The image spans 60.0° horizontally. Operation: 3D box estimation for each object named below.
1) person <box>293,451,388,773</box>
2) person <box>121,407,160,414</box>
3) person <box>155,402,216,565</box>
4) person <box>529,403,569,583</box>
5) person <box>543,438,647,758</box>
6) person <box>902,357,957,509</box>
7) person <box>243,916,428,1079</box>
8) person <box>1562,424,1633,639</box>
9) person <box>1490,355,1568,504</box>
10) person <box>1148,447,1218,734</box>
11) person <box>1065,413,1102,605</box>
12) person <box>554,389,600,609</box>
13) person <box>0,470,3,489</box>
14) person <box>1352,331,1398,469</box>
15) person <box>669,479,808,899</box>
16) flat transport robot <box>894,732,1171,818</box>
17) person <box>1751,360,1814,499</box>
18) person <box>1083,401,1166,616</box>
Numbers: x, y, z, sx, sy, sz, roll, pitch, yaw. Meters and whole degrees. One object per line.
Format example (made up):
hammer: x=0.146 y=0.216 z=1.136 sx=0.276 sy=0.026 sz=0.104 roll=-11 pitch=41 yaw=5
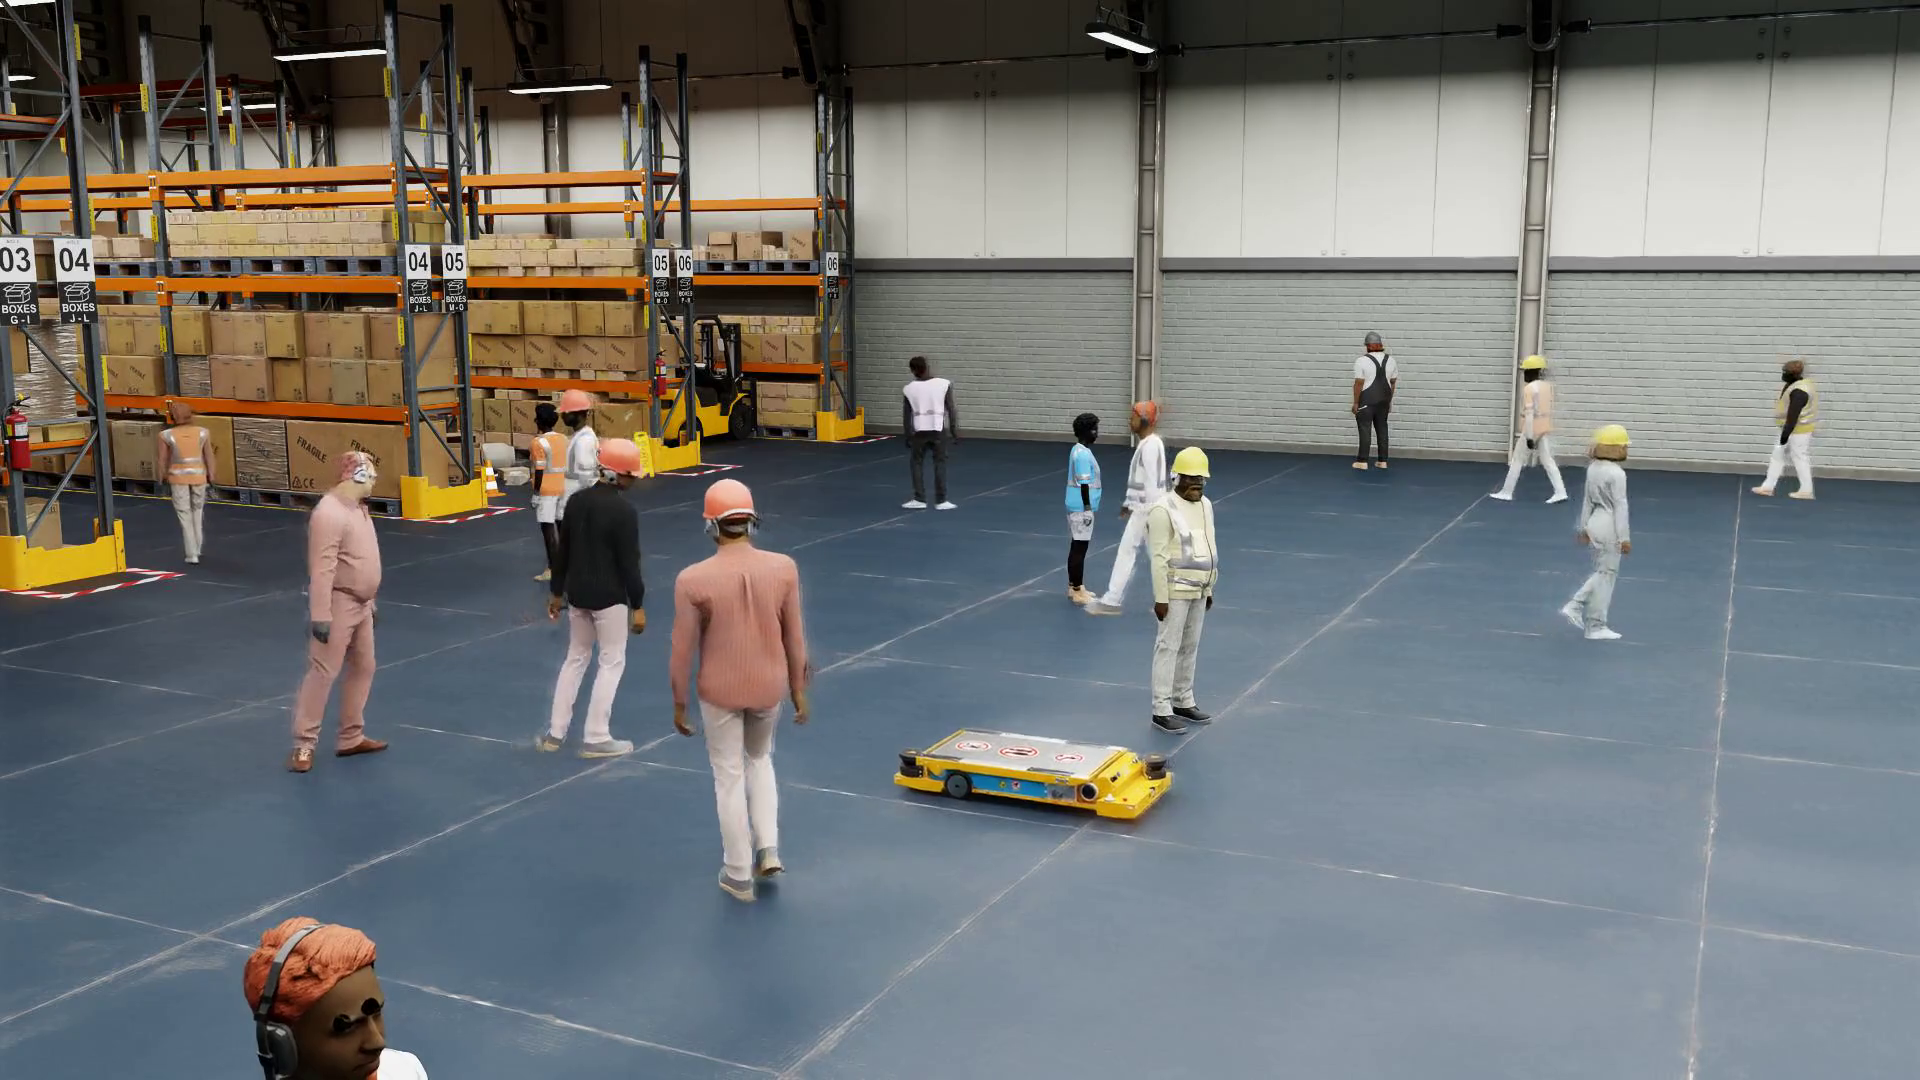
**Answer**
person: x=-3.746 y=0.412 z=9.957 sx=0.558 sy=1.863 sz=0.721 roll=0 pitch=9 yaw=-1
person: x=-11.984 y=-1.970 z=24.305 sx=0.361 sy=1.938 sz=0.546 roll=9 pitch=13 yaw=44
person: x=-7.818 y=-0.579 z=16.726 sx=0.540 sy=1.614 sz=0.674 roll=-9 pitch=13 yaw=-43
person: x=-3.869 y=-0.447 z=15.704 sx=0.316 sy=1.695 sz=0.541 roll=3 pitch=10 yaw=20
person: x=-2.204 y=0.351 z=10.060 sx=0.734 sy=1.945 sz=0.503 roll=7 pitch=11 yaw=36
person: x=-0.386 y=-1.301 z=20.412 sx=0.695 sy=1.880 sz=0.375 roll=0 pitch=9 yaw=0
person: x=-1.057 y=1.557 z=2.852 sx=0.355 sy=1.883 sz=0.575 roll=3 pitch=10 yaw=15
person: x=5.133 y=-0.056 z=13.208 sx=0.398 sy=1.731 sz=0.488 roll=0 pitch=9 yaw=-1
person: x=7.260 y=-1.393 z=20.981 sx=0.595 sy=1.880 sz=1.002 roll=-8 pitch=12 yaw=-40
person: x=1.442 y=0.311 z=10.651 sx=0.403 sy=1.827 sz=0.601 roll=8 pitch=12 yaw=40
person: x=1.088 y=-0.278 z=14.672 sx=0.318 sy=1.696 sz=0.533 roll=0 pitch=9 yaw=-2
person: x=-3.238 y=-0.355 z=14.444 sx=0.649 sy=1.923 sz=0.567 roll=-3 pitch=10 yaw=-15
person: x=-12.725 y=-1.533 z=21.779 sx=0.616 sy=1.889 sz=0.649 roll=4 pitch=10 yaw=25
person: x=6.079 y=-2.073 z=24.622 sx=0.688 sy=2.000 sz=0.536 roll=-3 pitch=10 yaw=-18
person: x=-1.050 y=0.699 z=7.805 sx=0.649 sy=1.978 sz=0.443 roll=-5 pitch=11 yaw=-29
flat transport robot: x=0.409 y=1.295 z=9.384 sx=1.431 sy=0.197 sz=0.652 roll=4 pitch=10 yaw=24
person: x=10.612 y=-1.409 z=21.337 sx=0.815 sy=1.789 sz=0.696 roll=2 pitch=10 yaw=14
person: x=1.520 y=-0.261 z=14.140 sx=0.855 sy=1.845 sz=0.582 roll=2 pitch=9 yaw=13
